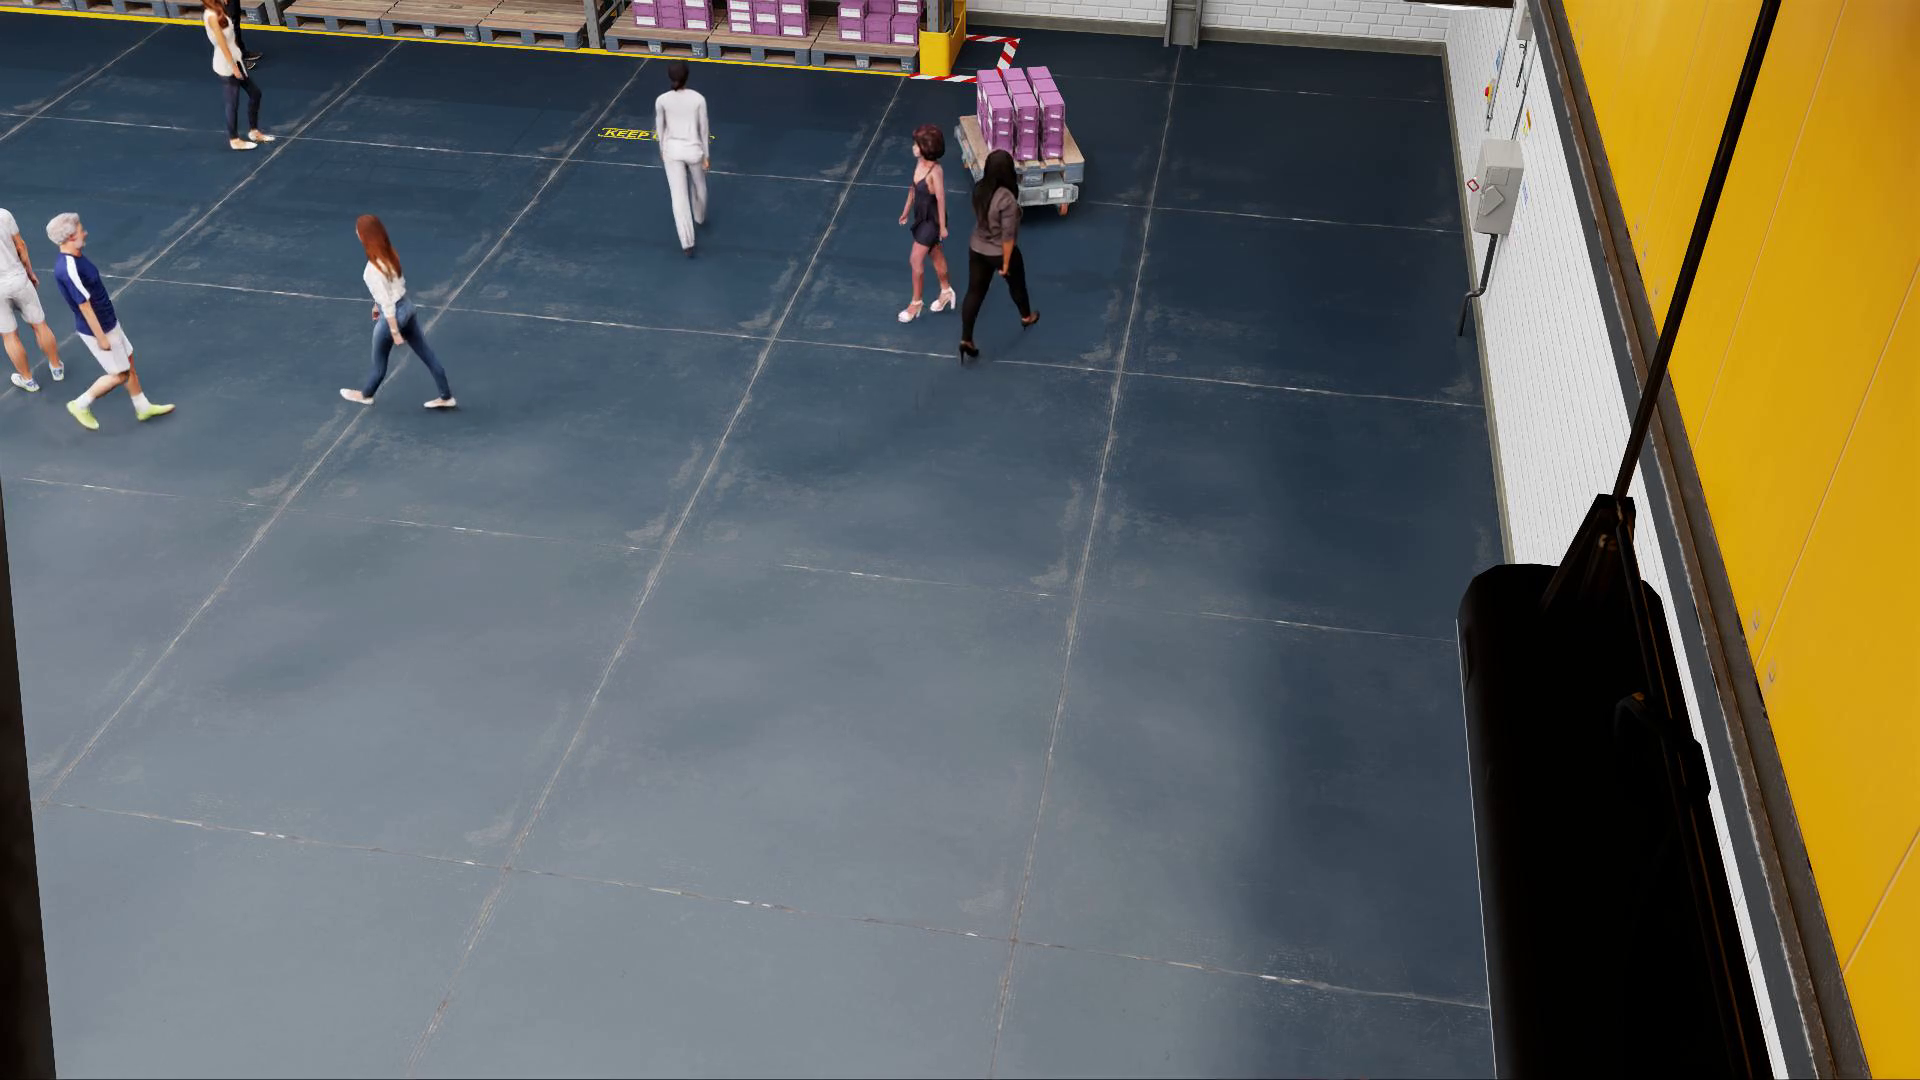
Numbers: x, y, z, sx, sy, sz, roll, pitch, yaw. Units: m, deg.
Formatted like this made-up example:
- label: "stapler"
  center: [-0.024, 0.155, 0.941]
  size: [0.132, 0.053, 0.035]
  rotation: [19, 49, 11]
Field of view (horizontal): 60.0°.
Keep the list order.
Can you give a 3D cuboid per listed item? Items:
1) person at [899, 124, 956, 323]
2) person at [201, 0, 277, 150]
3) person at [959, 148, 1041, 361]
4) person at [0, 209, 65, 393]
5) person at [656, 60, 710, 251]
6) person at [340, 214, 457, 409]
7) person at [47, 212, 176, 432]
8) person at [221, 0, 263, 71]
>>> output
- label: "person"
  center: [-0.178, -2.708, 14.133]
  size: [0.883, 1.770, 0.762]
  rotation: [-11, 40, -14]
- label: "person"
  center: [-7.433, -4.753, 16.693]
  size: [0.758, 1.770, 0.716]
  rotation: [-5, 39, -6]
- label: "person"
  center: [0.208, -2.270, 13.567]
  size: [1.184, 1.791, 1.078]
  rotation: [27, 46, 30]
- label: "person"
  center: [-7.616, -2.042, 13.233]
  size: [0.778, 1.853, 0.767]
  rotation: [31, 48, 33]
- label: "person"
  center: [-2.519, -3.482, 15.150]
  size: [1.146, 1.709, 0.958]
  rotation: [-7, 39, -8]
- label: "person"
  center: [-4.301, -1.729, 12.971]
  size: [1.127, 1.690, 0.634]
  rotation: [2, 39, 3]
- label: "person"
  center: [-6.668, -1.636, 12.755]
  size: [1.099, 1.814, 0.986]
  rotation: [-14, 41, -17]
- label: "person"
  center: [-8.142, -6.149, 18.425]
  size: [0.595, 1.792, 0.683]
  rotation: [-2, 39, -2]
